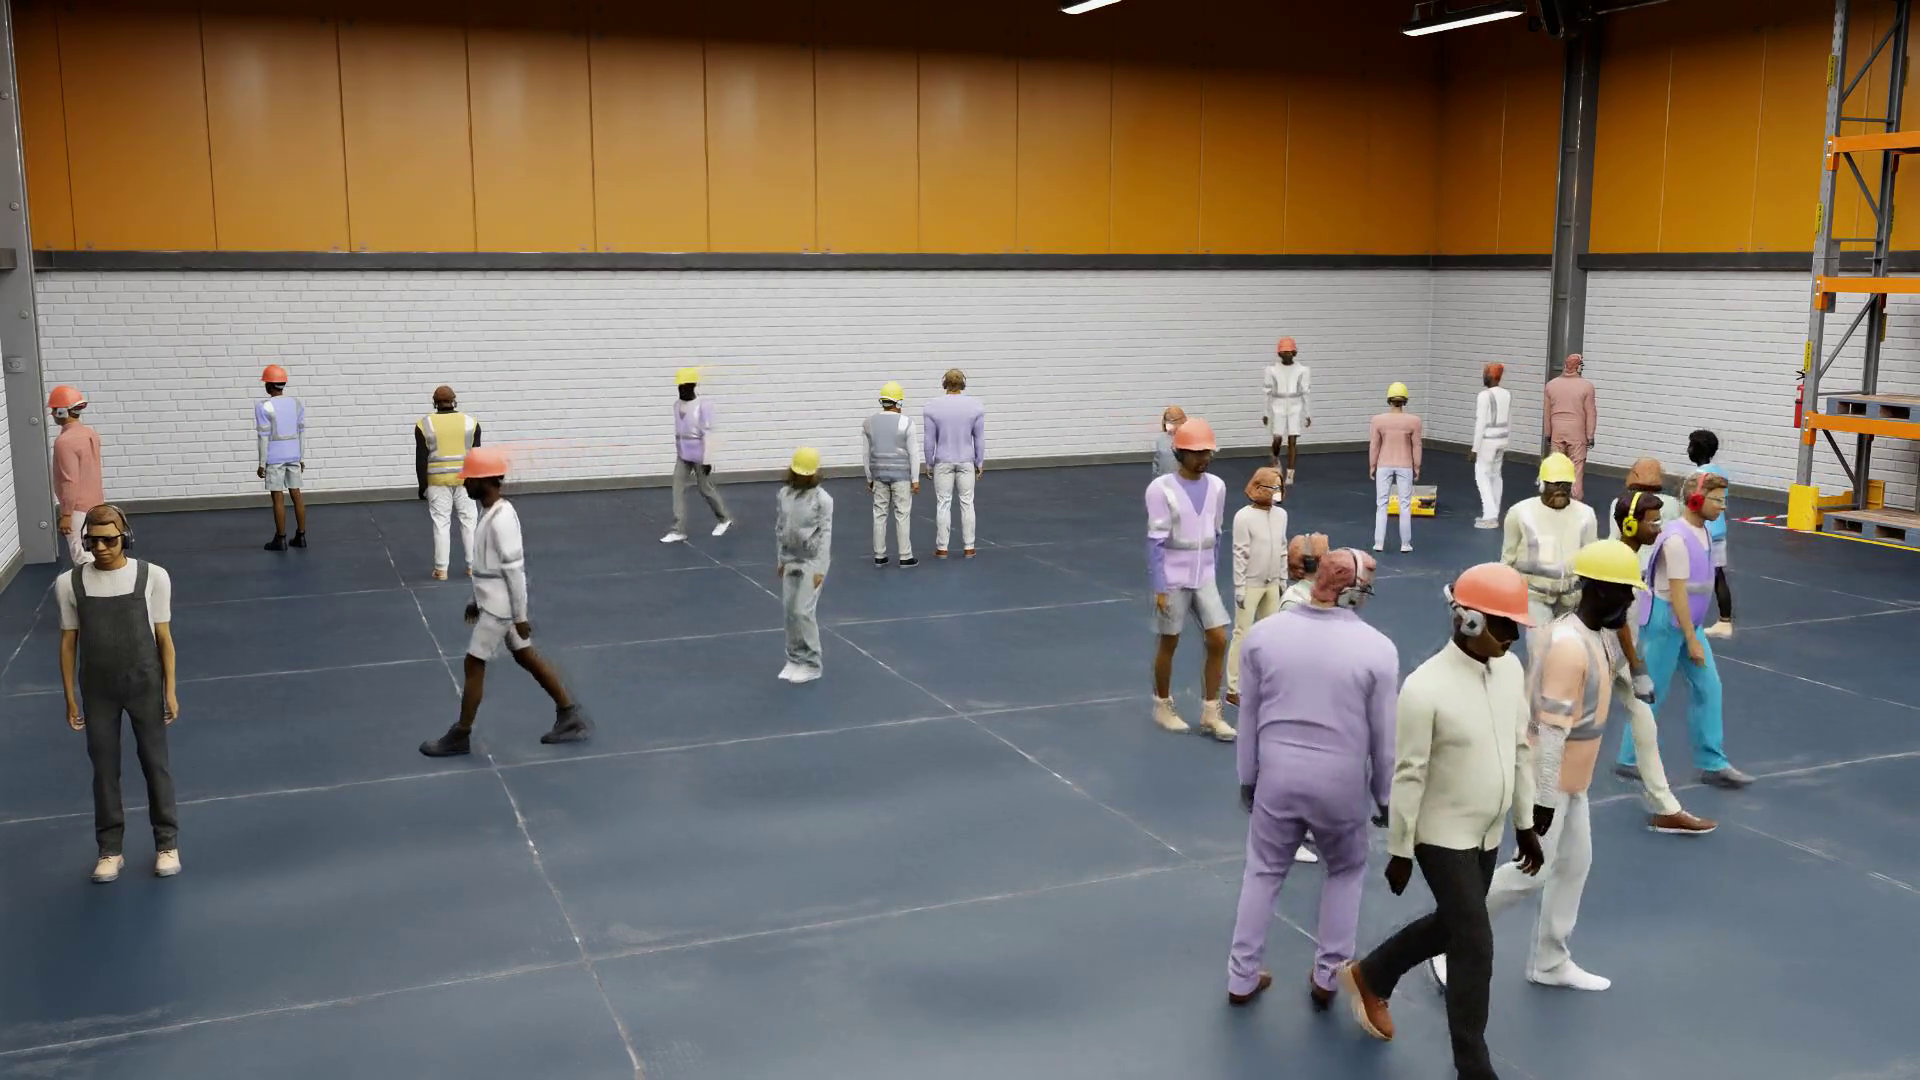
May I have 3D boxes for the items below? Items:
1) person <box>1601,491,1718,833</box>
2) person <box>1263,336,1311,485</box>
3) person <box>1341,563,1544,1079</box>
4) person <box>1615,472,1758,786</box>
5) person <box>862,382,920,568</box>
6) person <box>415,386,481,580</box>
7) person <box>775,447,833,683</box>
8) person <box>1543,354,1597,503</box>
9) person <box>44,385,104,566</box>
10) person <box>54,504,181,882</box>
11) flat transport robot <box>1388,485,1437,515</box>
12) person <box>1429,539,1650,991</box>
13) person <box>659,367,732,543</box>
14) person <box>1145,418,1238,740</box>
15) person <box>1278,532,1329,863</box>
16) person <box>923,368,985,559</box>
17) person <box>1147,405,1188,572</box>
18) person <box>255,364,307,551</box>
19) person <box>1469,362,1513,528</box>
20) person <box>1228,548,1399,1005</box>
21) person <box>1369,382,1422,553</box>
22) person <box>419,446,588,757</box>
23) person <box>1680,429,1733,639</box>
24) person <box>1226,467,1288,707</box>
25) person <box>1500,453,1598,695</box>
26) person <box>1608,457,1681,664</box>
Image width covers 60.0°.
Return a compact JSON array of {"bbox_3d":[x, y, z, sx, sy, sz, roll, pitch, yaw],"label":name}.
[{"bbox_3d":[3.426,0.633,8.706,1.011,1.818,0.507,6,11,33],"label":"person"},{"bbox_3d":[4.428,-1.755,22.535,0.635,2.021,0.576,2,10,12],"label":"person"},{"bbox_3d":[1.730,1.019,5.978,0.601,1.954,0.914,-8,12,-40],"label":"person"},{"bbox_3d":[4.154,0.525,9.373,0.842,1.809,0.572,9,13,42],"label":"person"},{"bbox_3d":[-0.658,-0.634,16.311,0.590,1.833,0.404,4,10,20],"label":"person"},{"bbox_3d":[-4.828,-0.541,15.742,0.621,1.838,0.429,-5,10,-26],"label":"person"},{"bbox_3d":[-1.115,0.177,11.793,0.510,1.703,0.374,7,12,36],"label":"person"},{"bbox_3d":[7.358,-1.284,20.032,0.409,1.907,0.649,-9,13,-43],"label":"person"},{"bbox_3d":[-7.209,-0.266,13.591,0.396,1.992,0.617,-1,9,-5],"label":"person"},{"bbox_3d":[-4.046,0.733,8.019,0.506,1.842,0.332,-3,10,-20],"label":"person"},{"bbox_3d":[5.461,-0.506,20.260,0.652,0.197,1.431,3,10,17],"label":"flat transport robot"},{"bbox_3d":[2.343,0.919,6.749,0.748,1.895,0.613,5,11,28],"label":"person"},{"bbox_3d":[-2.860,-0.940,18.005,0.596,1.888,0.939,7,12,37],"label":"person"},{"bbox_3d":[1.461,0.261,10.338,0.618,2.016,0.789,-4,10,-24],"label":"person"},{"bbox_3d":[1.727,0.773,8.351,0.306,1.645,0.523,5,10,26],"label":"person"},{"bbox_3d":[-0.059,-0.770,16.816,0.631,1.939,0.370,-1,9,-6],"label":"person"},{"bbox_3d":[2.045,-0.476,15.960,0.498,1.632,0.284,9,13,44],"label":"person"},{"bbox_3d":[-7.081,-0.857,17.331,0.351,1.942,0.547,6,11,33],"label":"person"},{"bbox_3d":[5.988,-1.068,18.818,0.589,1.888,0.381,-7,12,-38],"label":"person"},{"bbox_3d":[1.418,0.955,6.604,0.650,1.868,0.486,6,11,30],"label":"person"},{"bbox_3d":[4.494,-0.745,17.178,0.532,1.772,0.300,3,10,15],"label":"person"},{"bbox_3d":[-2.769,0.365,10.117,1.005,1.895,0.545,-3,10,-16],"label":"person"},{"bbox_3d":[5.852,-0.060,13.336,0.553,1.650,0.852,-8,12,-40],"label":"person"},{"bbox_3d":[2.019,0.317,11.191,0.506,1.628,0.276,-7,11,-35],"label":"person"},{"bbox_3d":[3.776,0.336,10.587,0.616,1.782,0.922,-1,9,-4],"label":"person"},{"bbox_3d":[4.836,0.218,11.809,0.509,1.619,0.450,1,9,7],"label":"person"}]
